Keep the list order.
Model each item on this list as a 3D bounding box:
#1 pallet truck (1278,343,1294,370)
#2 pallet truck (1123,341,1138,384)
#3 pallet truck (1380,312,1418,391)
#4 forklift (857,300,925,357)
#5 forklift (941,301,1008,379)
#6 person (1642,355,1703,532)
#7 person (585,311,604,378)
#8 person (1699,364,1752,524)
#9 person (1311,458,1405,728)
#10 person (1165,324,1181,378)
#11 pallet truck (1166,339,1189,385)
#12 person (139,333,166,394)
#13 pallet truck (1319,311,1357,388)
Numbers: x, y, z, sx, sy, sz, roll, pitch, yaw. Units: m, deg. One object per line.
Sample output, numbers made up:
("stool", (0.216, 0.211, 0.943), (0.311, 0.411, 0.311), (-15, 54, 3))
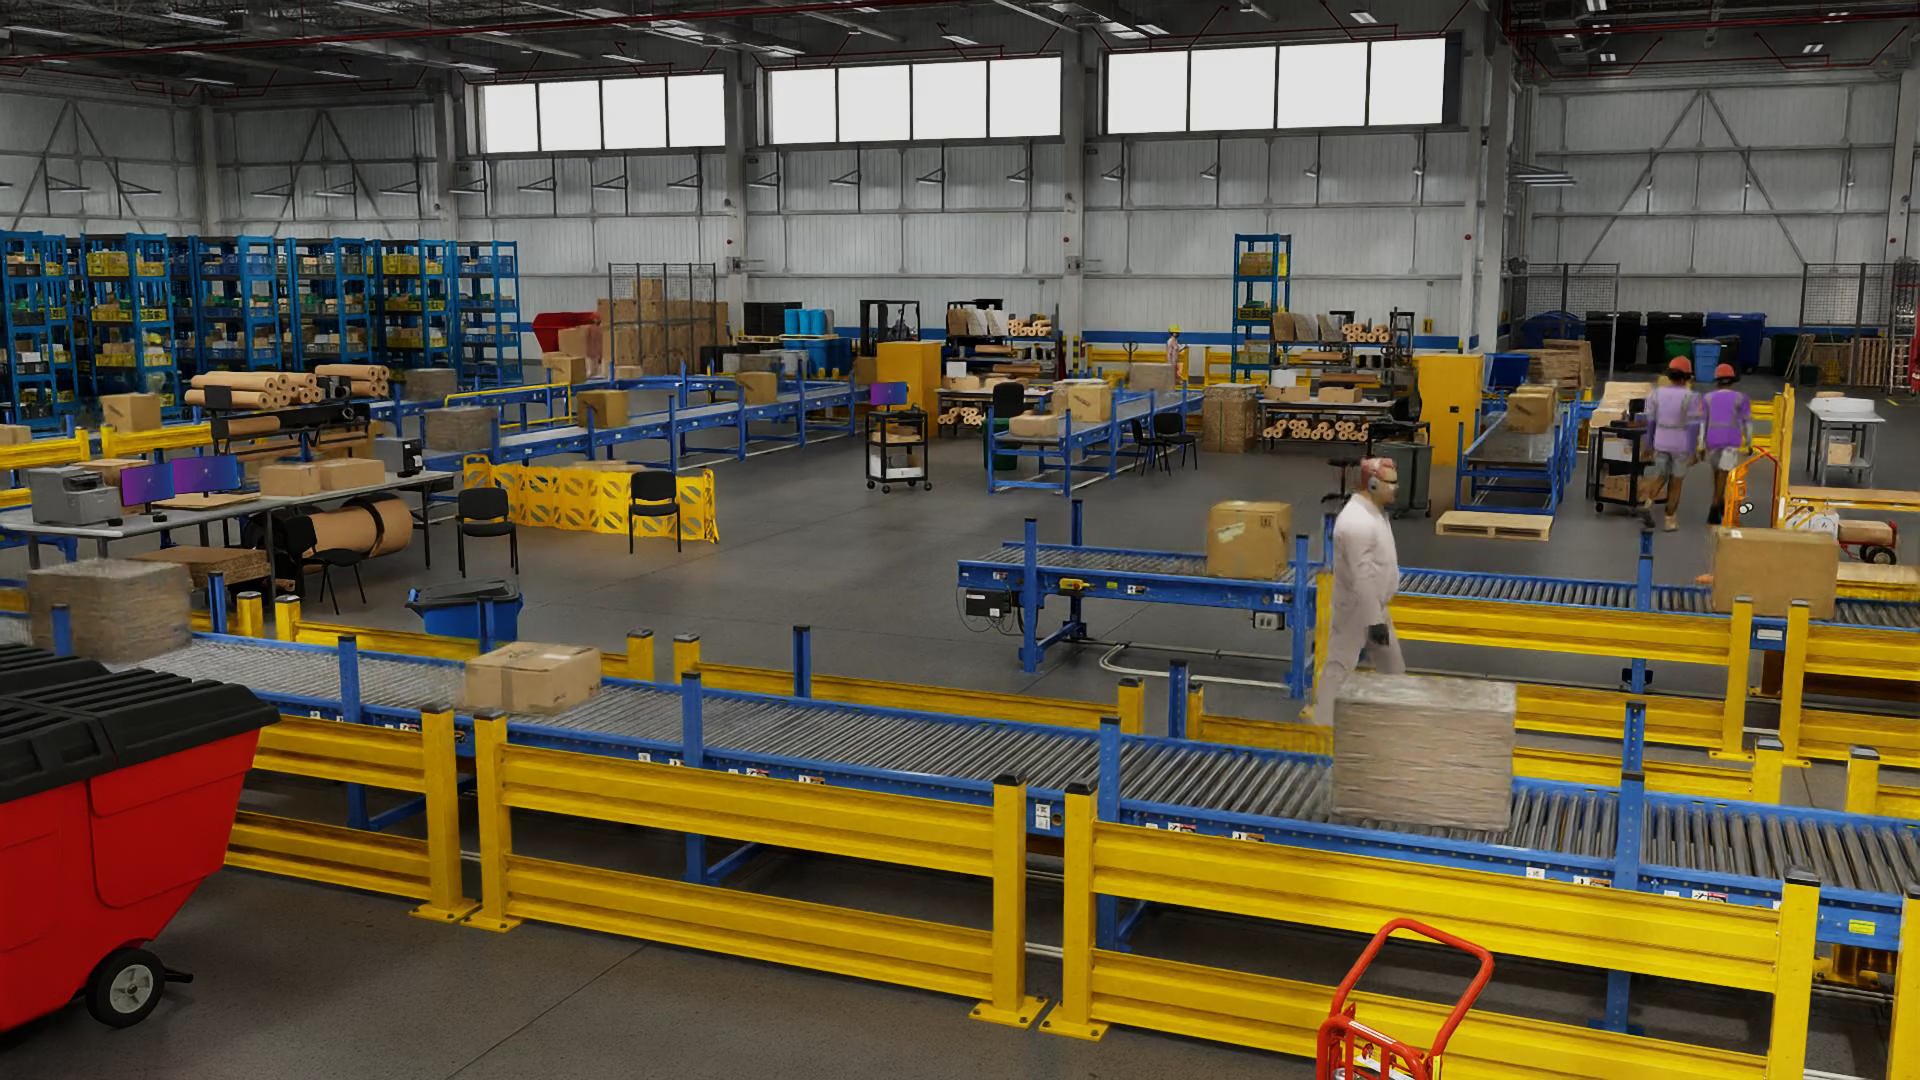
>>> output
("pallet truck", (7.886, -4.163, 39.743), (0.653, 1.274, 1.630), (4, 10, 22))
("pallet truck", (4.445, -4.380, 41.279), (0.680, 1.201, 1.601), (4, 10, 22))
("pallet truck", (10.207, -4.283, 38.369), (0.823, 1.965, 1.885), (3, 10, 20))
("forklift", (-1.732, -5.109, 42.468), (1.157, 1.987, 2.680), (4, 10, 22))
("forklift", (0.365, -4.966, 41.571), (1.157, 1.987, 2.680), (3, 10, 20))
("person", (8.076, -1.077, 18.876), (0.547, 2.028, 0.608), (-8, 12, -40))
("person", (-8.544, -4.326, 38.674), (0.620, 1.977, 0.712), (8, 12, 40))
("person", (9.074, -1.151, 19.774), (0.552, 1.877, 1.054), (8, 12, 40))
("person", (2.558, 0.444, 10.123), (0.889, 1.873, 0.668), (5, 11, 28))
("person", (4.630, -3.789, 36.073), (0.328, 1.767, 0.532), (4, 10, 23))
("pallet truck", (5.418, -4.269, 40.420), (0.704, 1.261, 1.522), (3, 10, 20))
("person", (-15.148, -2.978, 31.064), (0.717, 1.801, 0.610), (3, 10, 15))
("pallet truck", (9.071, -4.419, 39.190), (0.823, 1.965, 1.885), (5, 10, 26))
